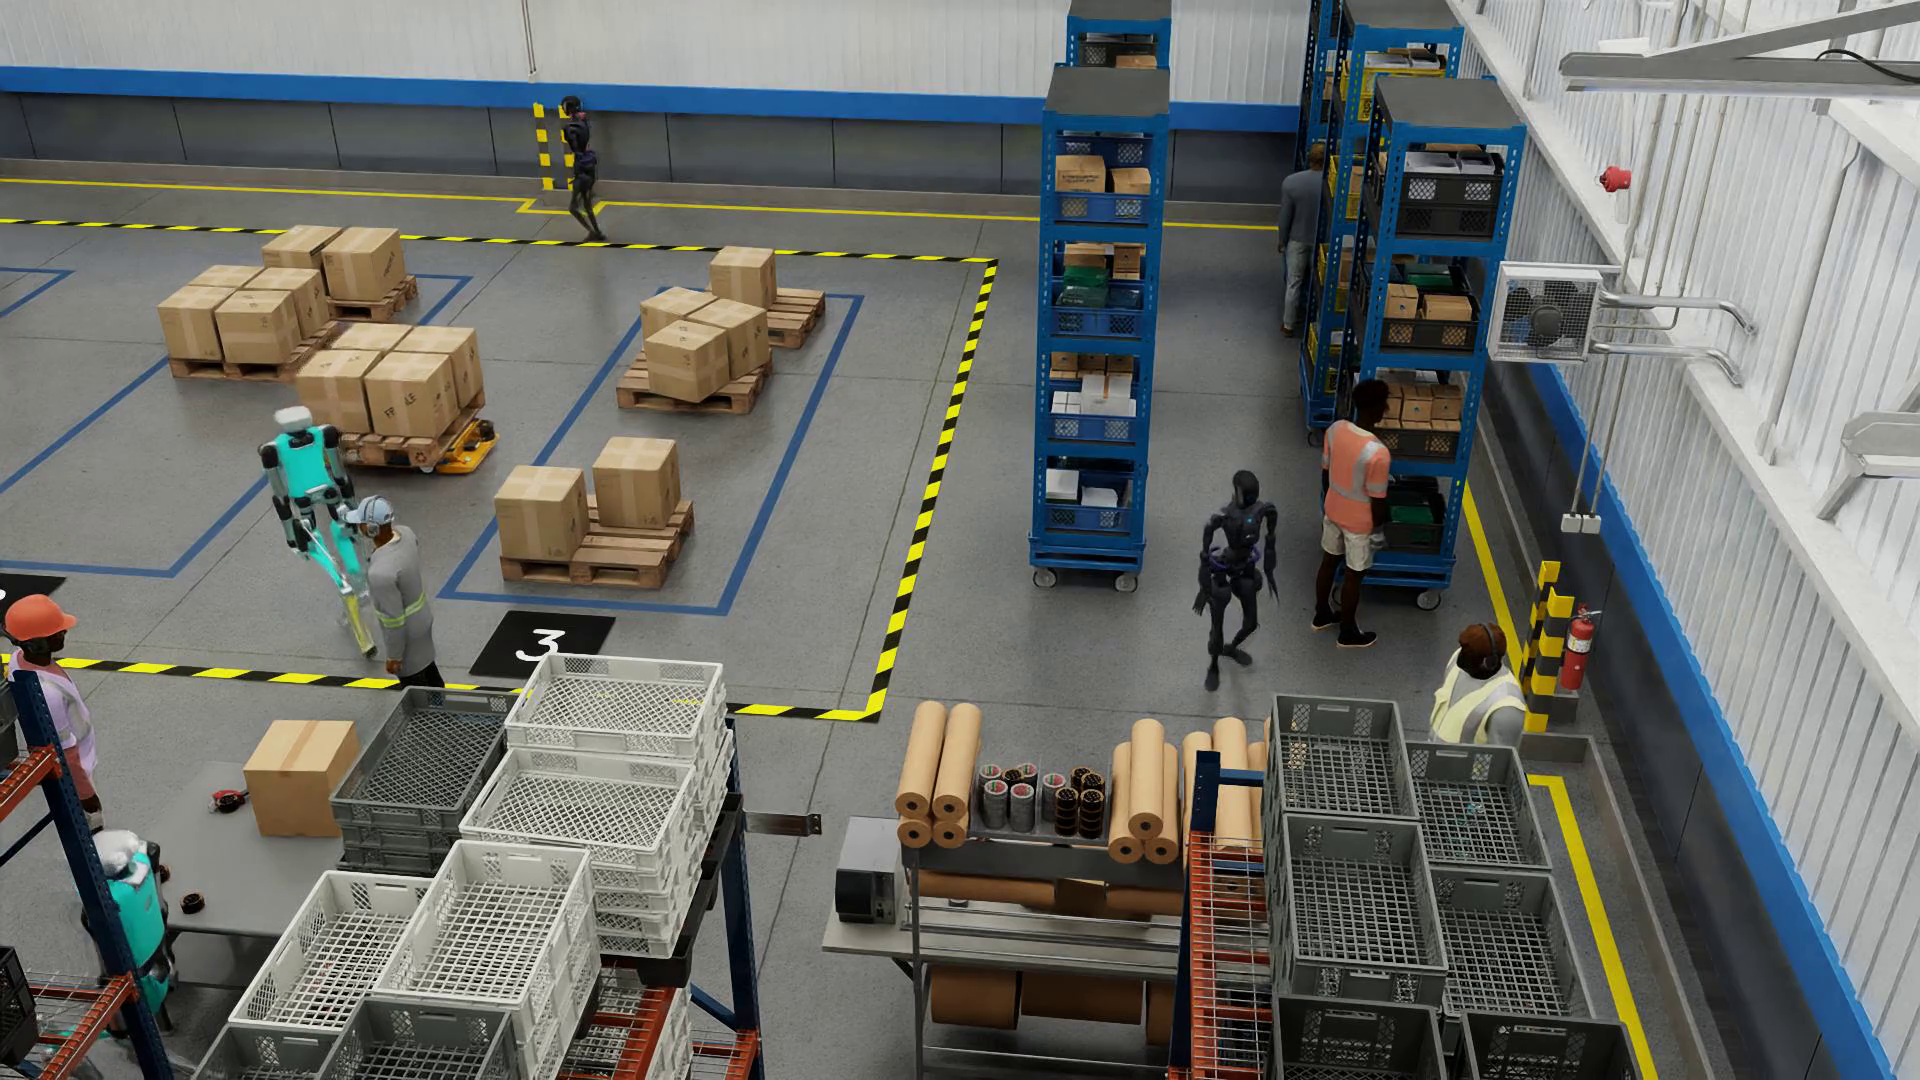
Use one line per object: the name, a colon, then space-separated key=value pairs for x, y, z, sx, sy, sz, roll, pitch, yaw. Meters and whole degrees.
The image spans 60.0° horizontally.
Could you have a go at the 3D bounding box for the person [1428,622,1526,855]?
person: x=2.735 y=1.230 z=9.012 sx=0.432 sy=1.836 sz=0.622 roll=-6 pitch=31 yaw=-11

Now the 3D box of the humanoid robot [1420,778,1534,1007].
humanoid robot: x=2.513 y=1.827 z=8.110 sx=0.574 sy=1.796 sz=0.863 roll=19 pitch=35 yaw=30

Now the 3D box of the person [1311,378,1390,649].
person: x=2.675 y=-0.180 z=11.295 sx=0.371 sy=1.966 sz=0.601 roll=-14 pitch=33 yaw=-22

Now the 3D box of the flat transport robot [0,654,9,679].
flat transport robot: x=-7.142 y=0.969 z=11.010 sx=1.431 sy=0.231 sz=0.659 roll=3 pitch=30 yaw=6

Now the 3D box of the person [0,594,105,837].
person: x=-4.735 y=1.177 z=8.904 sx=0.407 sy=2.035 sz=0.607 roll=-20 pitch=36 yaw=-31

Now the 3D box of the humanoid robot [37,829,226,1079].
humanoid robot: x=-3.892 y=2.067 z=7.655 sx=0.970 sy=1.745 sz=0.543 roll=1 pitch=30 yaw=1

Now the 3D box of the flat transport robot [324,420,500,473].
flat transport robot: x=-4.708 y=-0.830 z=14.071 sx=1.431 sy=0.197 sz=0.652 roll=3 pitch=30 yaw=6

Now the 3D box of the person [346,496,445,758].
person: x=-3.422 y=0.548 z=10.160 sx=0.395 sy=1.850 sz=0.589 roll=-1 pitch=30 yaw=-1

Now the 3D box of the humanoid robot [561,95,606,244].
humanoid robot: x=-4.148 y=-4.059 z=18.242 sx=0.355 sy=1.640 sz=0.608 roll=-2 pitch=30 yaw=-3

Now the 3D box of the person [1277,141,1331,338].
person: x=3.347 y=-2.864 z=15.934 sx=0.627 sy=1.940 sz=0.379 roll=5 pitch=31 yaw=9

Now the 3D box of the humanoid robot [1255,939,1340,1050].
humanoid robot: x=1.376 y=2.381 z=7.240 sx=0.632 sy=1.650 sz=0.600 roll=6 pitch=31 yaw=10

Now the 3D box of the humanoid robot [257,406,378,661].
humanoid robot: x=-4.175 y=0.040 z=11.208 sx=0.544 sy=1.773 sz=1.024 roll=-24 pitch=38 yaw=-35

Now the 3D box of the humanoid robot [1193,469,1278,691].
humanoid robot: x=1.784 y=0.219 z=10.898 sx=0.592 sy=1.637 sz=0.462 roll=-12 pitch=32 yaw=-20
